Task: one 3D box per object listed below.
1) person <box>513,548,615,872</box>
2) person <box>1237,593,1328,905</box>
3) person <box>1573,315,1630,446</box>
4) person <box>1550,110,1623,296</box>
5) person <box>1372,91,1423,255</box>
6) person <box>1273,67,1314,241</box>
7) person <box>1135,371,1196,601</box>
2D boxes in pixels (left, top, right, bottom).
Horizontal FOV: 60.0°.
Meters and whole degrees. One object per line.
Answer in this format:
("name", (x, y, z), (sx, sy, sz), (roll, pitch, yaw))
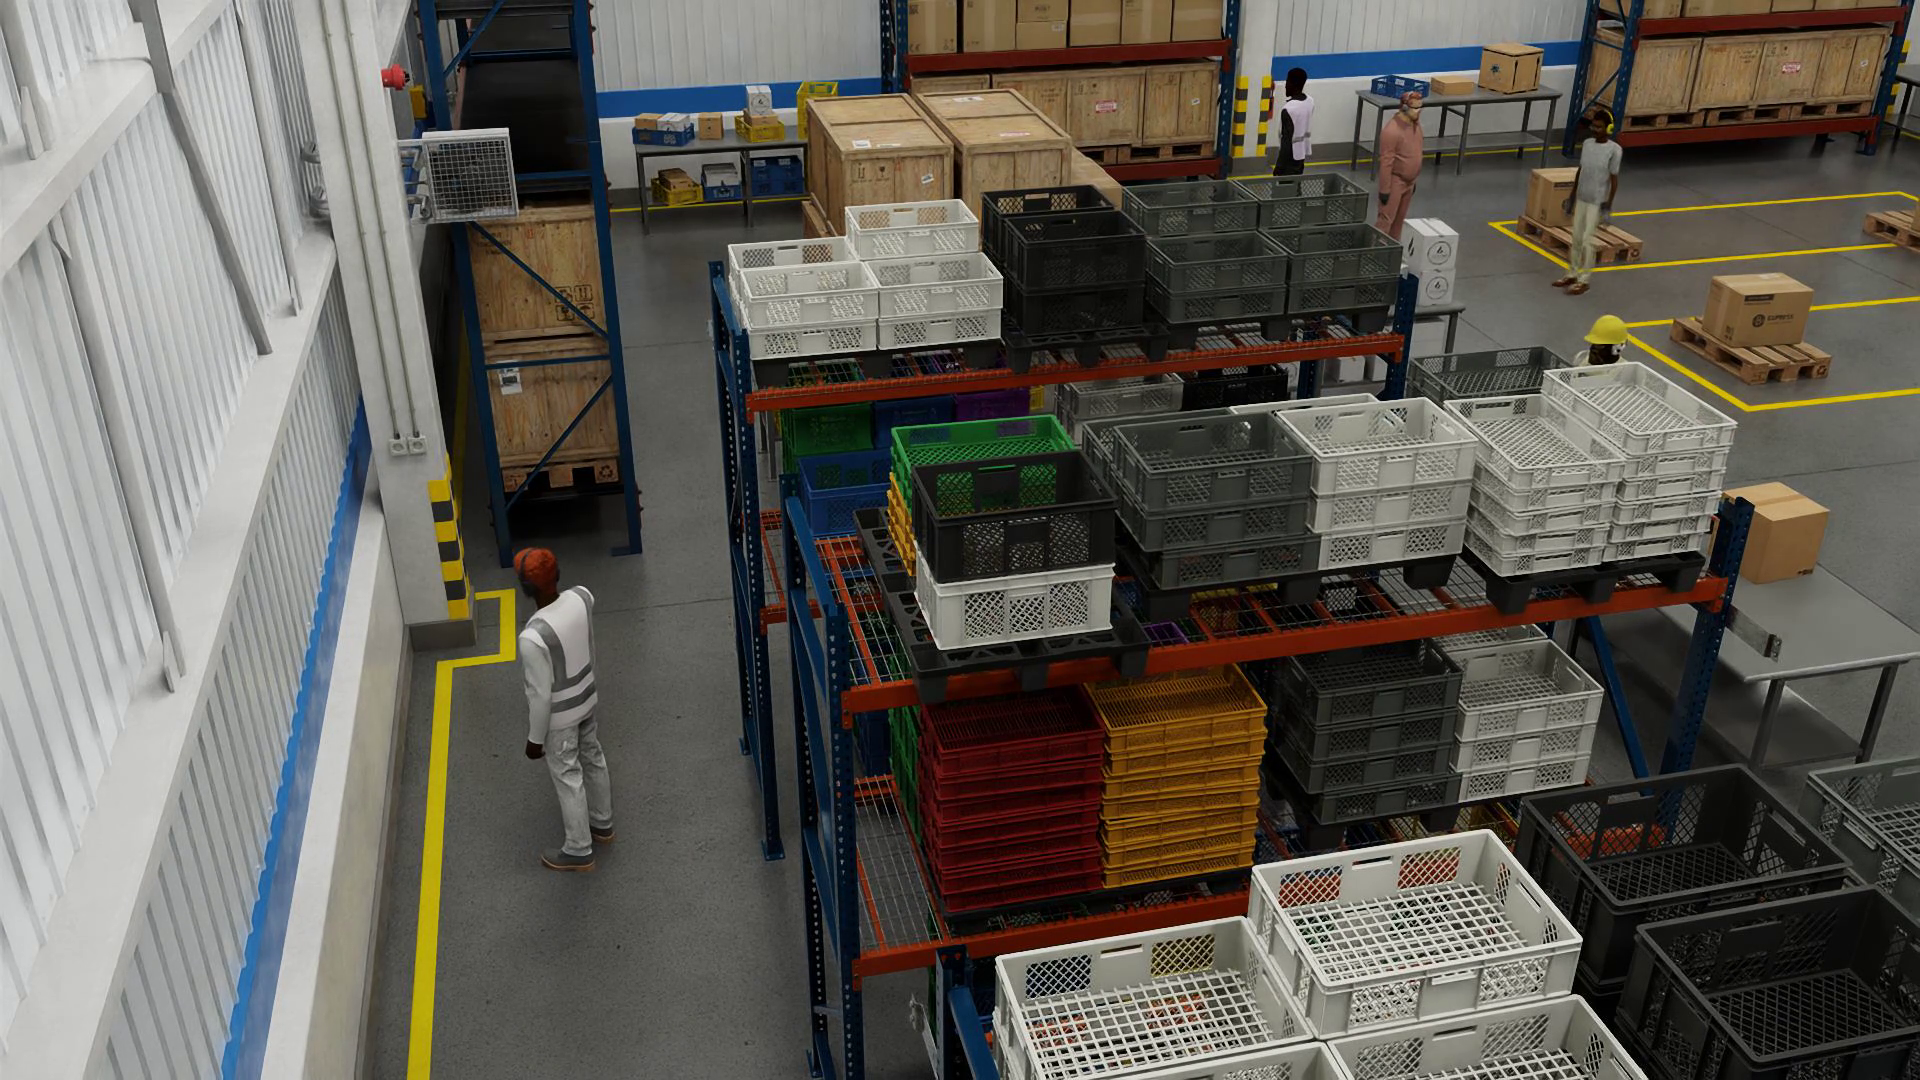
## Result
("person", (-2.066, 0.876, 8.637), (0.354, 1.884, 0.573), (9, 29, 17))
("person", (1.633, 1.051, 8.248), (0.631, 1.938, 0.362), (-8, 29, -14))
("person", (4.434, -0.712, 11.704), (0.404, 1.834, 0.591), (-13, 30, -23))
("person", (6.354, -3.410, 16.790), (0.320, 1.869, 0.529), (-14, 31, -24))
("person", (4.589, -3.724, 17.354), (0.401, 1.899, 0.633), (24, 36, 37))
("person", (3.637, -4.196, 18.228), (0.392, 1.917, 0.592), (17, 32, 29))
("person", (1.372, -0.286, 10.888), (0.429, 1.840, 0.635), (-19, 33, -31))
